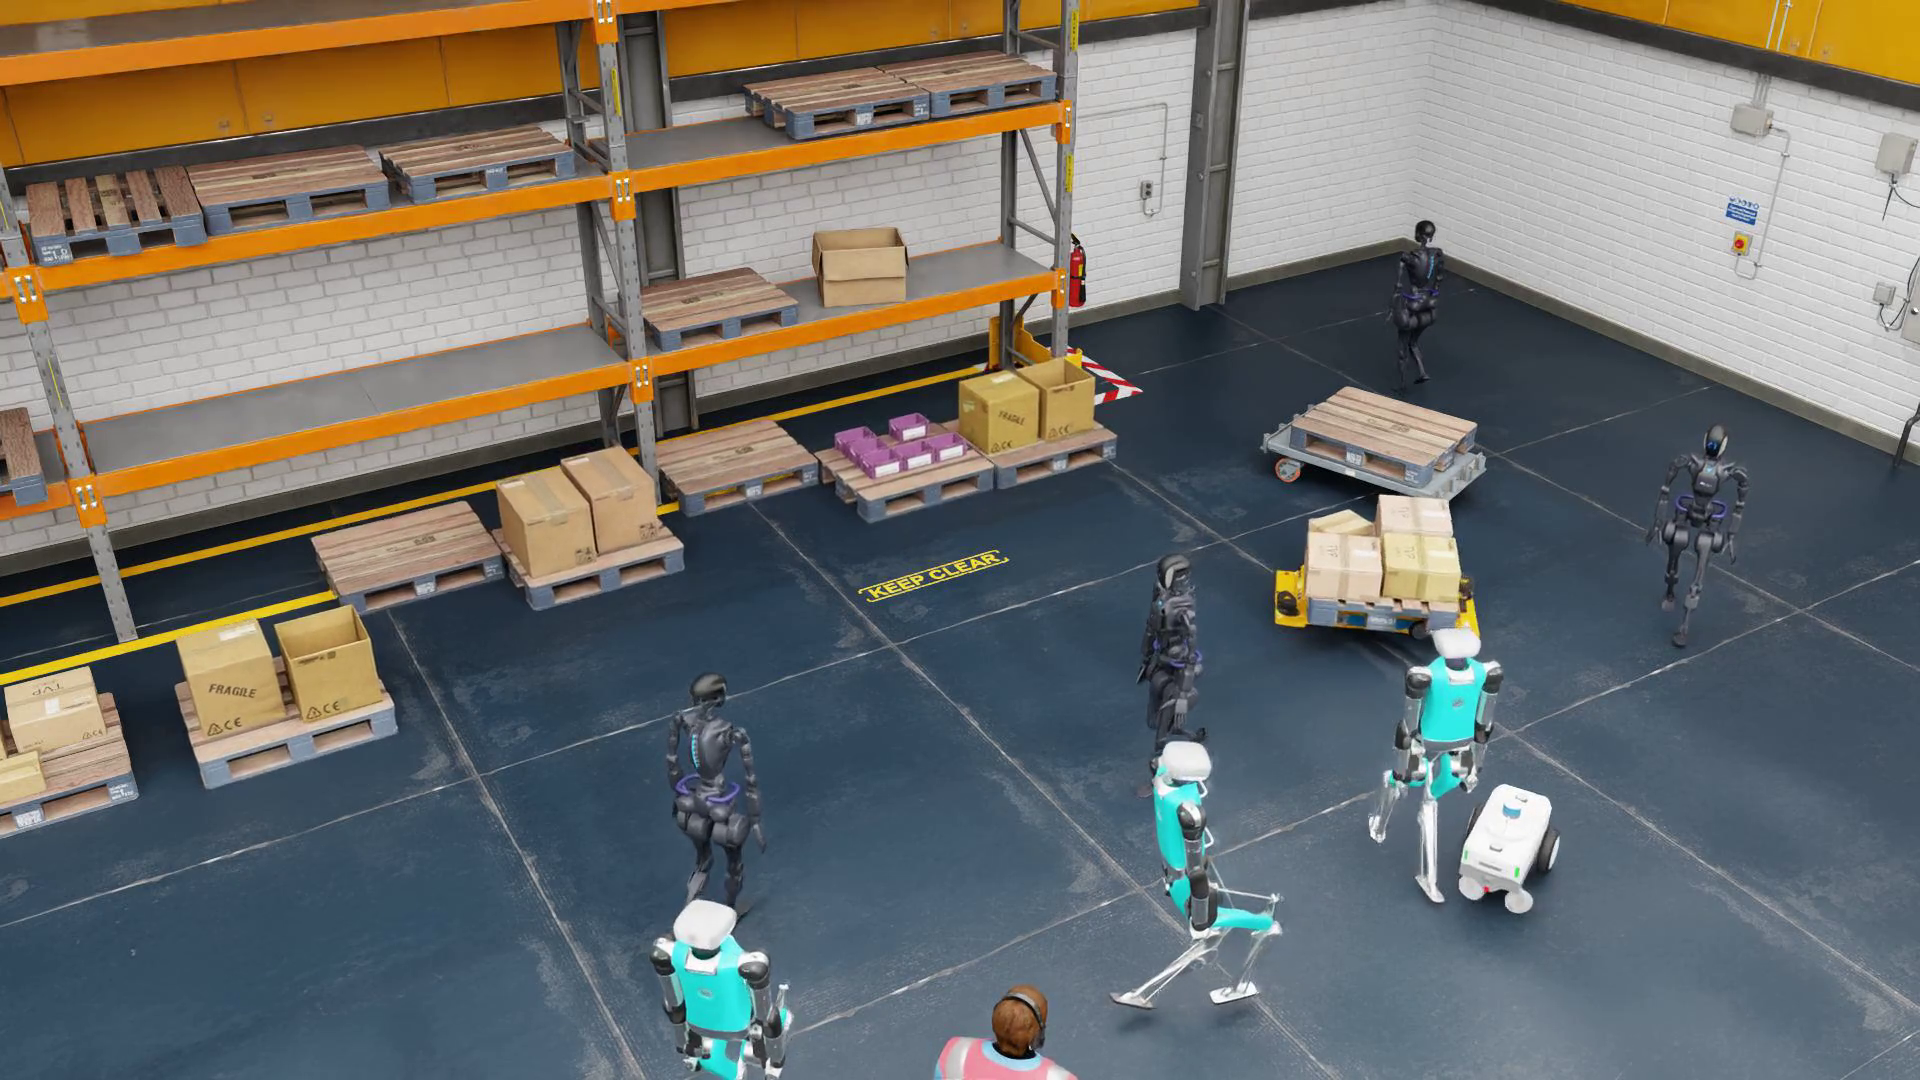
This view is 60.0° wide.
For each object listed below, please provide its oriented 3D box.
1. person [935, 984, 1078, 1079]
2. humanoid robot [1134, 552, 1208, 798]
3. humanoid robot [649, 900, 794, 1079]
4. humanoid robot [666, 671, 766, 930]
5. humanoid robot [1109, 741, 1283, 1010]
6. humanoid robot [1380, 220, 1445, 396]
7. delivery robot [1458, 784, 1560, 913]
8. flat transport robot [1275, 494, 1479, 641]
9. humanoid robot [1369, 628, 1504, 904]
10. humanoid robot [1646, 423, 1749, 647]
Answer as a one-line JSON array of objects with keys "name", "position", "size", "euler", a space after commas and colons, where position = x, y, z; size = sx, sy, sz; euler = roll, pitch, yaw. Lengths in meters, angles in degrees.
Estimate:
[{"name": "person", "position": [0.210, 2.563, 6.855], "size": [0.629, 1.836, 0.431], "euler": [11, 31, 19]}, {"name": "humanoid robot", "position": [1.343, 0.810, 10.123], "size": [0.573, 1.645, 0.592], "euler": [-12, 32, -20]}, {"name": "humanoid robot", "position": [-1.002, 2.203, 7.610], "size": [0.539, 1.737, 1.028], "euler": [6, 30, 11]}, {"name": "humanoid robot", "position": [-1.360, 1.483, 8.929], "size": [0.616, 1.625, 0.535], "euler": [13, 32, 22]}, {"name": "humanoid robot", "position": [1.294, 1.745, 8.408], "size": [1.020, 1.747, 0.542], "euler": [-6, 30, -11]}, {"name": "humanoid robot", "position": [4.193, -2.124, 15.306], "size": [0.594, 1.647, 0.370], "euler": [-14, 32, -24]}, {"name": "delivery robot", "position": [3.164, 1.743, 9.591], "size": [0.525, 0.587, 0.758], "euler": [17, 34, 27]}, {"name": "flat transport robot", "position": [3.043, 0.445, 12.187], "size": [1.431, 0.231, 0.659], "euler": [5, 30, 9]}, {"name": "humanoid robot", "position": [2.626, 1.174, 9.467], "size": [0.536, 1.853, 0.788], "euler": [-3, 30, -5]}, {"name": "humanoid robot", "position": [5.207, -0.096, 11.760], "size": [0.610, 1.628, 0.768], "euler": [15, 33, 24]}]
